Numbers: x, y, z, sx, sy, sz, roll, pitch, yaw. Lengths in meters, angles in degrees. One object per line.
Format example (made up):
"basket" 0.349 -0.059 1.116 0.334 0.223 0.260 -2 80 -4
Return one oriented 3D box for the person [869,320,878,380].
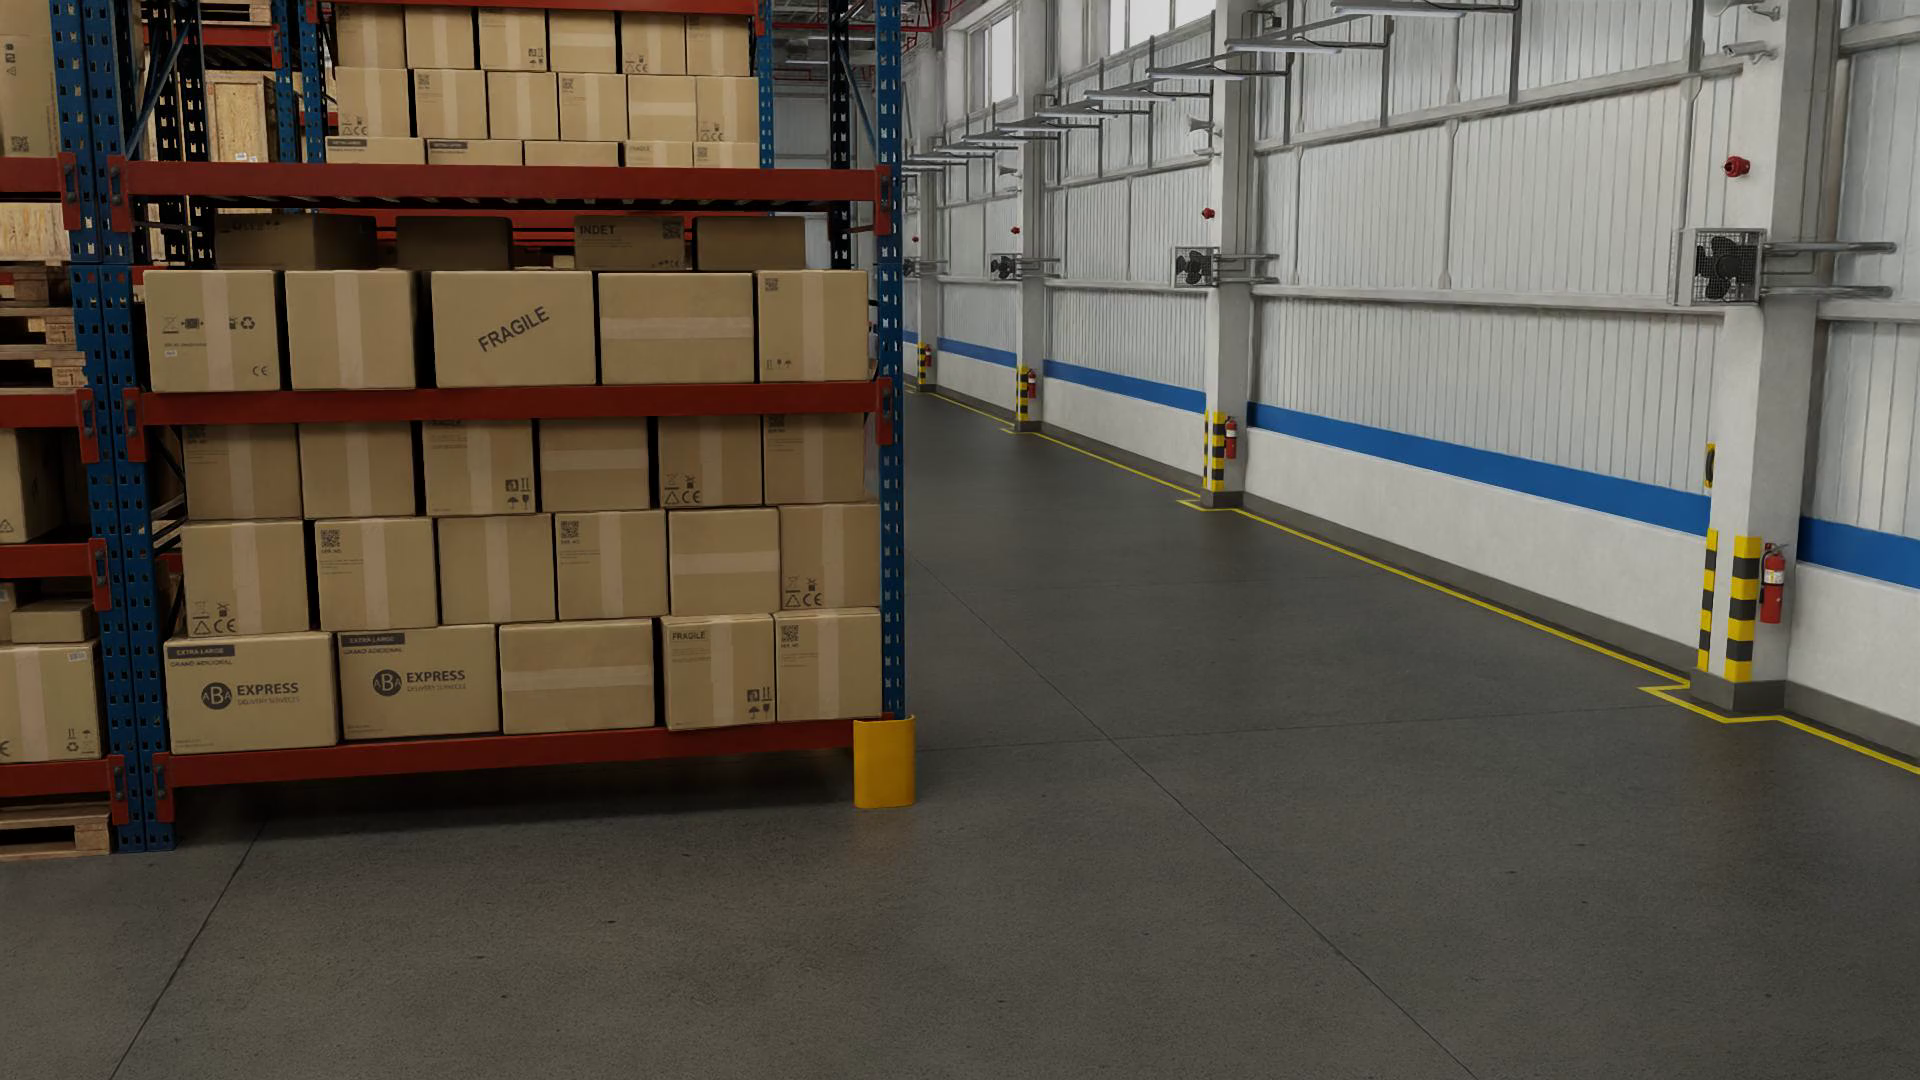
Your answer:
"person" -2.212 -4.465 40.432 0.563 1.755 0.323 -2 10 -14
